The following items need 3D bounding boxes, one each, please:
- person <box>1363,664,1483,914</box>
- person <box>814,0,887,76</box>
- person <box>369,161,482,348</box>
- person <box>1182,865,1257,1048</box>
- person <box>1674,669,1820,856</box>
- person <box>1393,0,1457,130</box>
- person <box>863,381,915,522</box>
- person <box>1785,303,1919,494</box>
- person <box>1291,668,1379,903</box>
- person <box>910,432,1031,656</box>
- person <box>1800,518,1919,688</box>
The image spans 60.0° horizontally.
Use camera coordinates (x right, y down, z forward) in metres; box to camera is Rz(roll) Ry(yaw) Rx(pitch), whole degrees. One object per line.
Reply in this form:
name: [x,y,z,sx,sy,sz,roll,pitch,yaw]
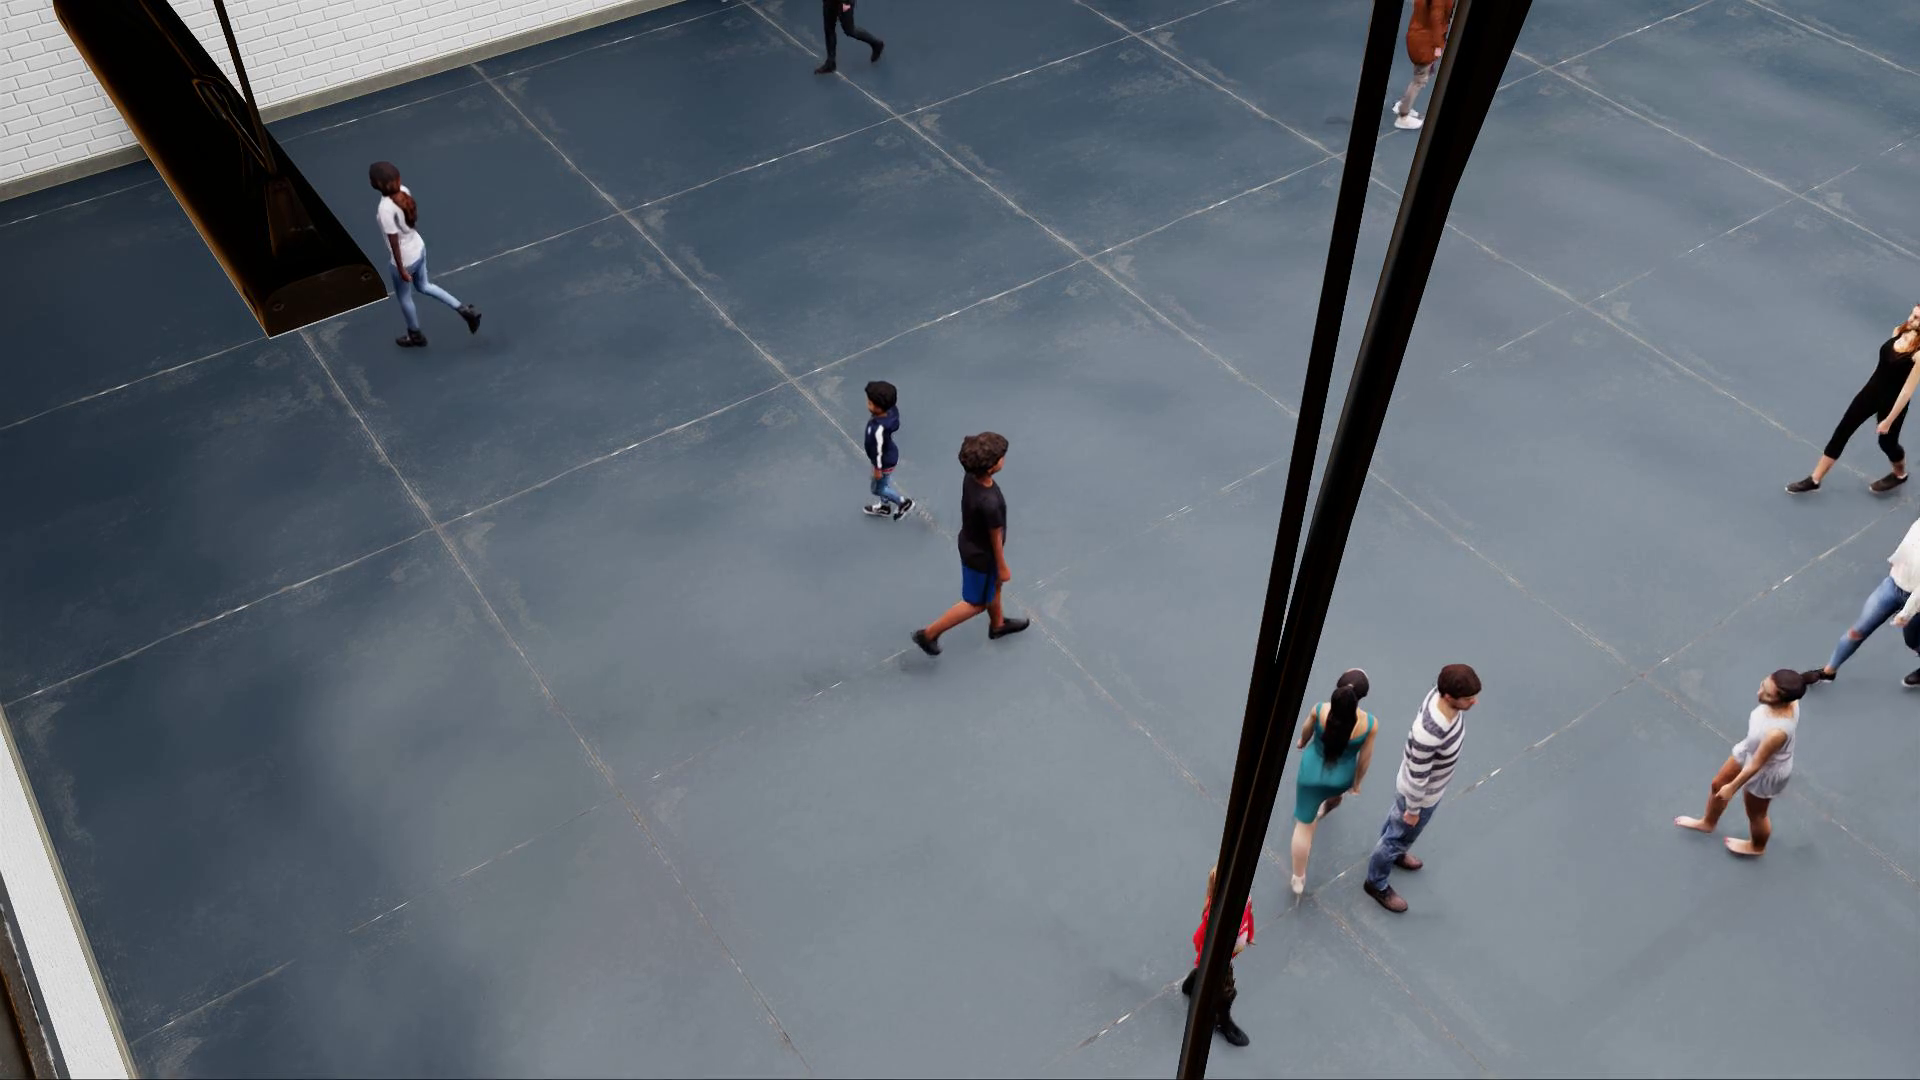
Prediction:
person: [2.557,1.328,9.235,0.784,1.849,0.634,21,47,20]
person: [-1.118,-5.412,16.444,1.021,1.664,0.670,-19,47,-19]
person: [-4.257,-2.223,13.065,1.040,1.706,0.964,5,44,5]
person: [1.326,2.124,8.822,0.709,1.266,0.713,24,49,24]
person: [4.632,1.281,9.472,0.856,1.591,0.816,19,47,19]
person: [4.279,-4.695,15.577,0.901,1.821,0.862,0,44,0]
person: [-0.500,-0.605,11.724,0.730,1.215,0.669,2,44,2]
person: [6.616,-0.957,11.750,1.202,1.688,0.924,-6,44,-6]
person: [2.040,1.379,9.337,0.965,1.634,1.068,10,45,11]
person: [0.062,0.084,10.594,1.151,1.776,0.869,-10,44,-10]
person: [6.013,0.365,10.386,1.203,1.656,0.940,-6,44,-6]
